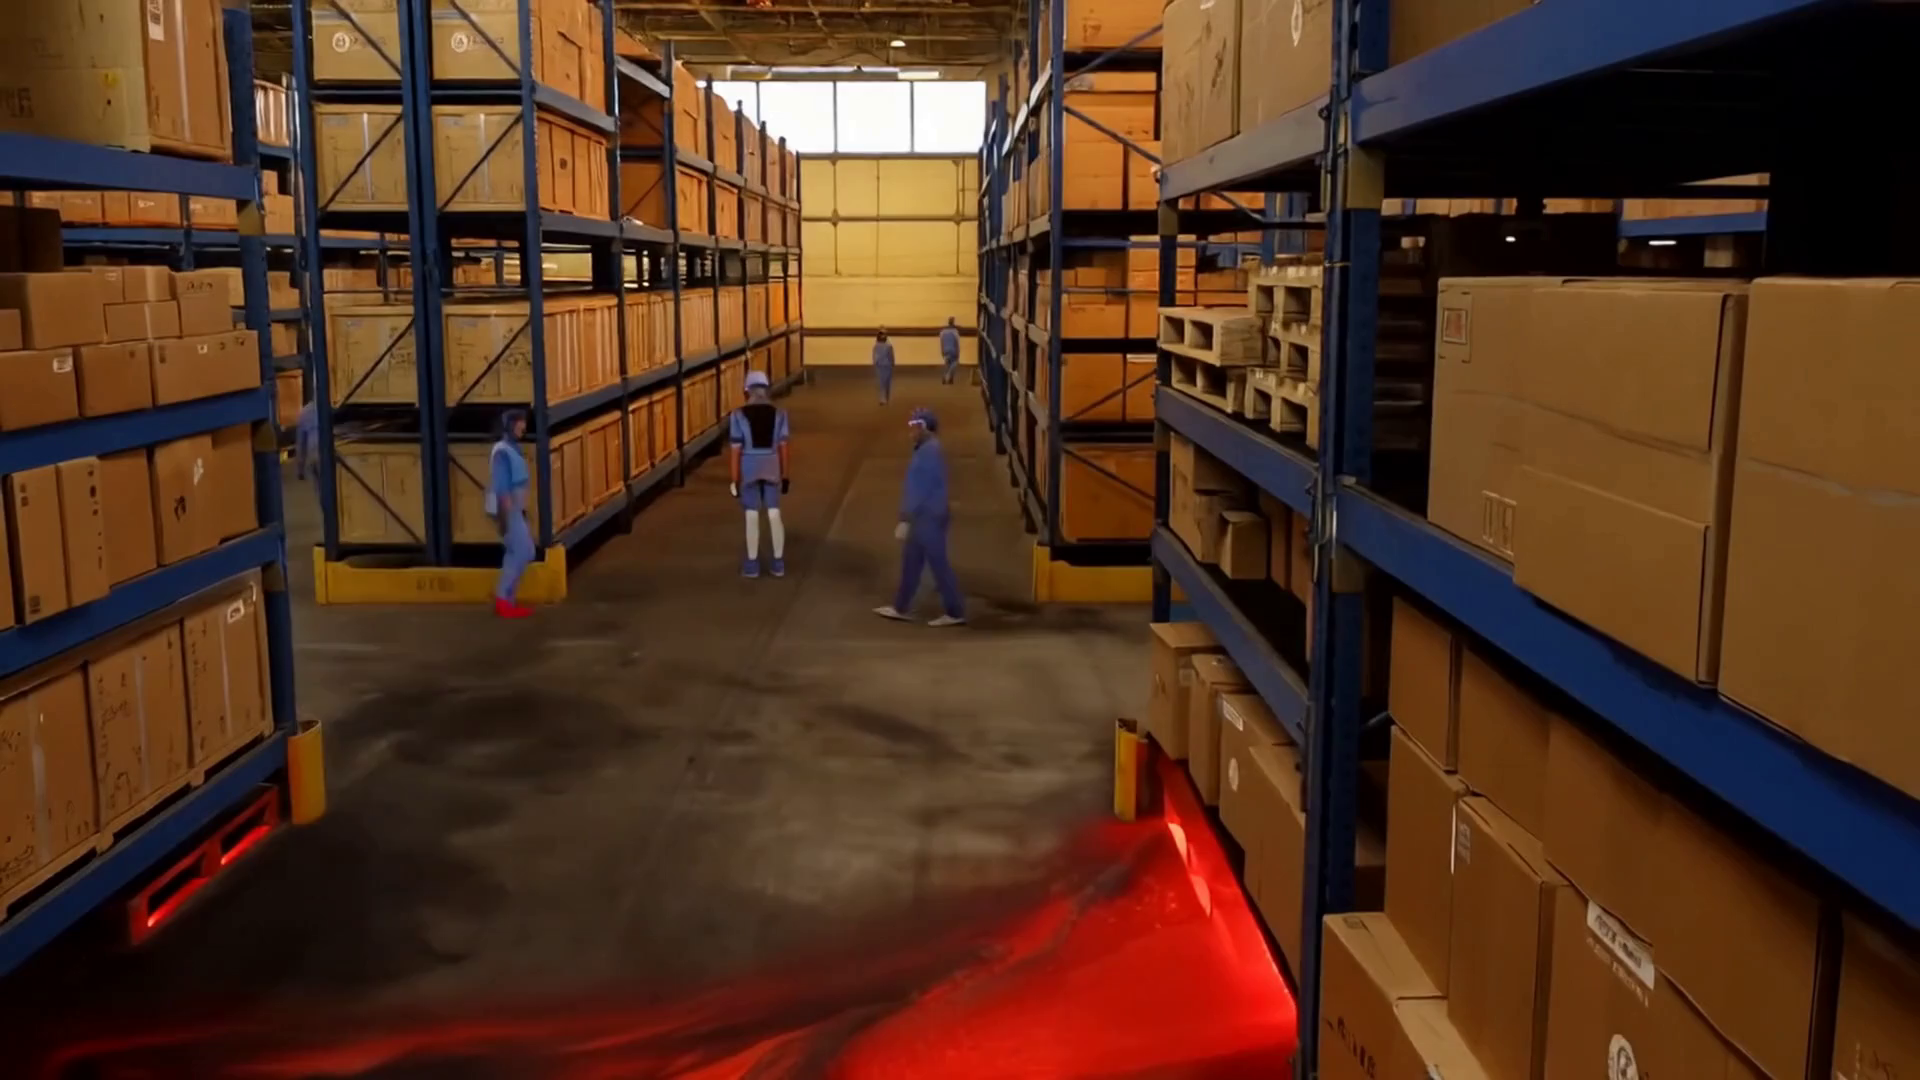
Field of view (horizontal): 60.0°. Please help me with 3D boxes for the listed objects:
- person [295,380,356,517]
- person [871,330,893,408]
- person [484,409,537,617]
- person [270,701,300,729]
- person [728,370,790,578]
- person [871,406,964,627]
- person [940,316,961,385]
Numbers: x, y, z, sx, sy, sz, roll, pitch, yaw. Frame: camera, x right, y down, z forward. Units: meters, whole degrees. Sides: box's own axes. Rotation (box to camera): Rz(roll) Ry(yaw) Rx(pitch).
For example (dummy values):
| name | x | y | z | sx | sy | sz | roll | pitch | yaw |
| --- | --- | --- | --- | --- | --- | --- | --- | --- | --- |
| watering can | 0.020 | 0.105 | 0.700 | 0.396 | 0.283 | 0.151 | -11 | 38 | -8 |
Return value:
| name | x | y | z | sx | sy | sz | roll | pitch | yaw |
| --- | --- | --- | --- | --- | --- | --- | --- | --- | --- |
| person | -6.918 | -0.864 | 18.235 | 0.653 | 1.884 | 0.793 | -1 | 9 | -5 |
| person | -1.698 | -3.769 | 36.523 | 0.492 | 1.715 | 0.798 | 1 | 9 | 4 |
| person | -3.893 | -0.223 | 14.460 | 0.452 | 1.819 | 0.590 | -1 | 9 | -9 |
| person | -4.412 | 0.568 | 10.025 | 0.646 | 1.680 | 0.540 | 0 | 9 | 0 |
| person | -1.981 | -0.645 | 16.382 | 0.609 | 2.040 | 0.394 | -3 | 10 | -20 |
| person | -0.378 | -0.190 | 14.119 | 0.914 | 1.869 | 0.659 | 1 | 9 | 4 |
| person | -0.250 | -4.942 | 43.499 | 0.613 | 1.794 | 0.577 | 8 | 12 | 41 |
